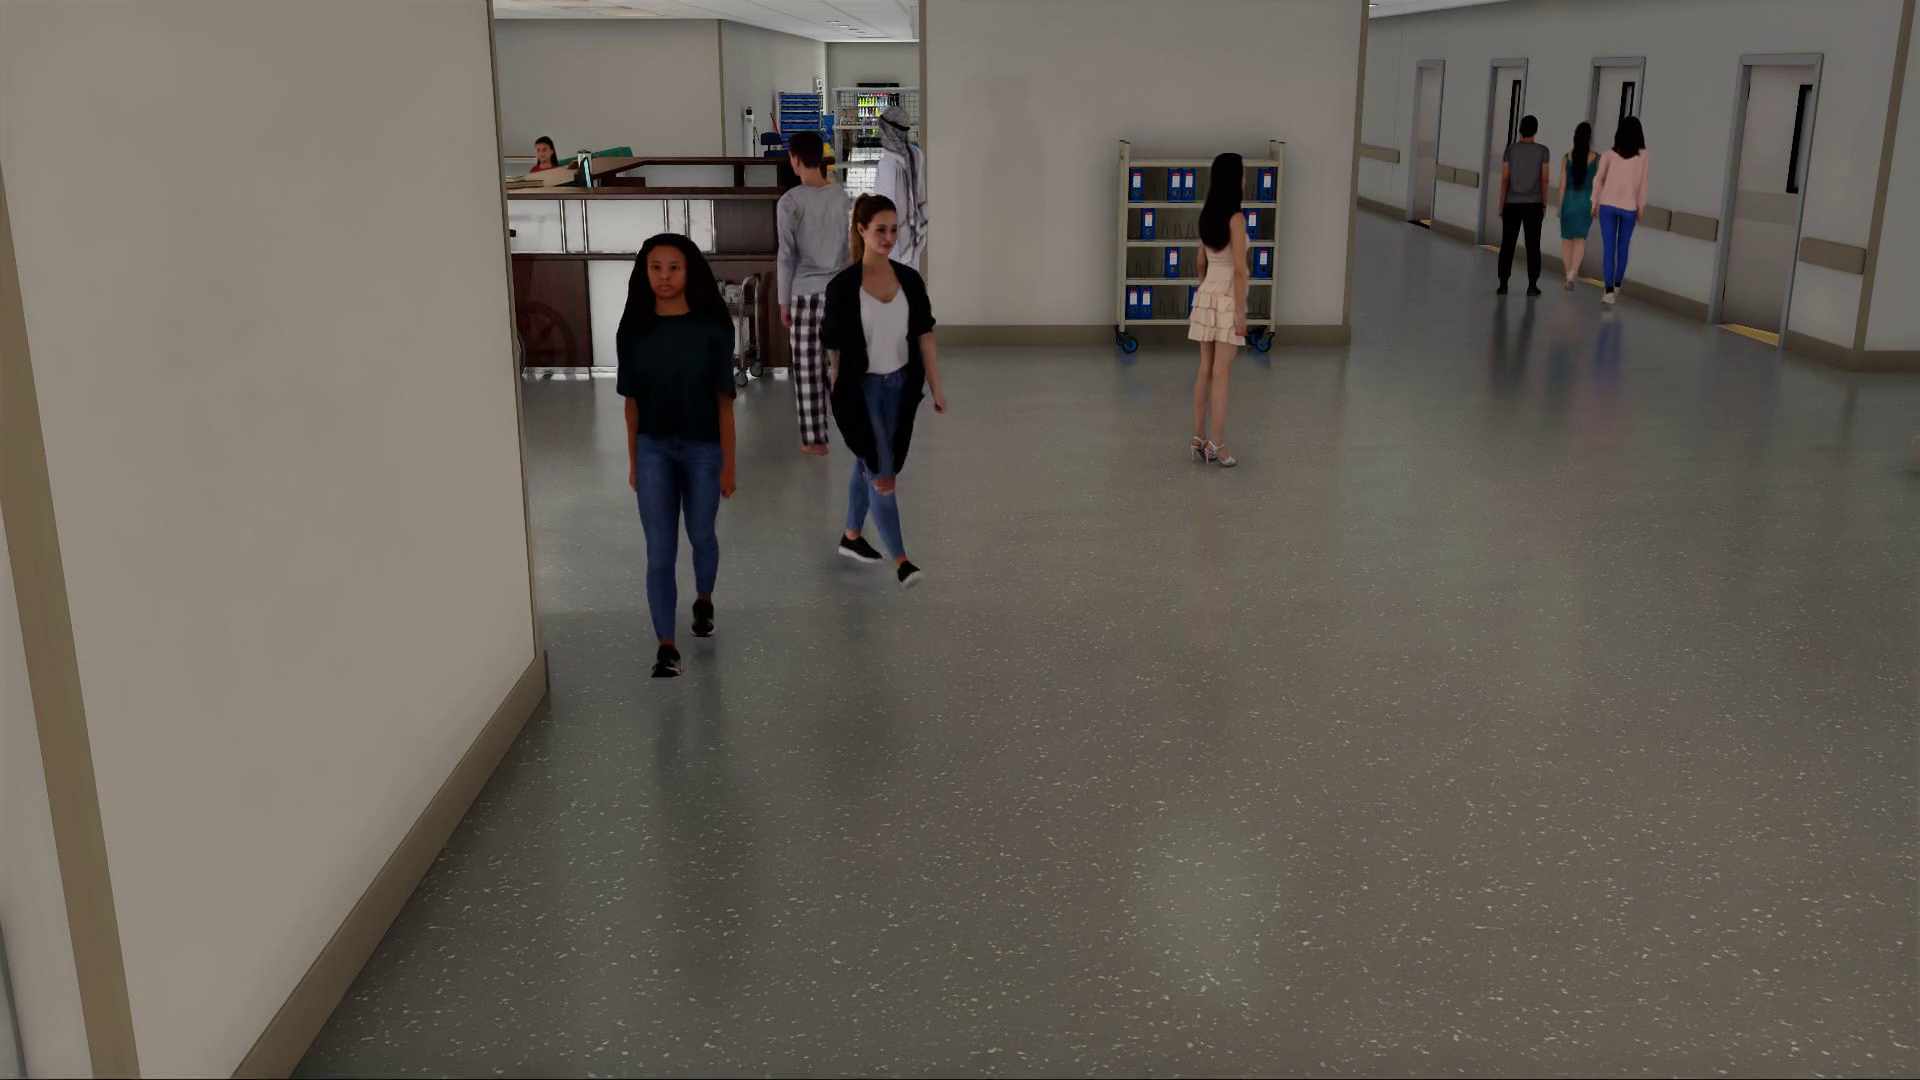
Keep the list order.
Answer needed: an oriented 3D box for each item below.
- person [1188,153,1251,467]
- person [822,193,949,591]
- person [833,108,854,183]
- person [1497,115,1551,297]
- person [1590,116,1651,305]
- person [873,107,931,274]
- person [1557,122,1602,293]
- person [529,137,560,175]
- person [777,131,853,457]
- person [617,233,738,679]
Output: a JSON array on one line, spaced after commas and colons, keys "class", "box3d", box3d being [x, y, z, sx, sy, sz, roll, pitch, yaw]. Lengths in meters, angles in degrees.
[{"class": "person", "box3d": [1.454, -1.286, 9.330, 0.654, 1.735, 0.647, -7, 17, -23]}, {"class": "person", "box3d": [-0.405, -0.623, 7.154, 1.132, 1.639, 1.020, -10, 18, -31]}, {"class": "person", "box3d": [-2.346, -7.907, 33.345, 0.773, 1.447, 0.728, 3, 16, 11]}, {"class": "person", "box3d": [5.600, -3.328, 16.539, 0.630, 1.754, 0.762, 7, 17, 22]}, {"class": "person", "box3d": [6.180, -3.046, 15.614, 1.160, 1.713, 0.920, 4, 16, 15]}, {"class": "person", "box3d": [-0.451, -2.121, 11.939, 0.771, 1.926, 0.782, 6, 17, 20]}, {"class": "person", "box3d": [6.100, -3.237, 16.426, 1.046, 1.640, 0.866, 6, 17, 20]}, {"class": "person", "box3d": [-4.061, -3.206, 16.563, 1.014, 1.504, 0.652, 1, 16, 4]}, {"class": "person", "box3d": [-0.753, -1.356, 9.398, 0.856, 1.833, 0.902, -10, 19, -32]}, {"class": "person", "box3d": [-1.019, -0.312, 6.188, 1.058, 1.565, 0.693, -1, 16, -3]}]
